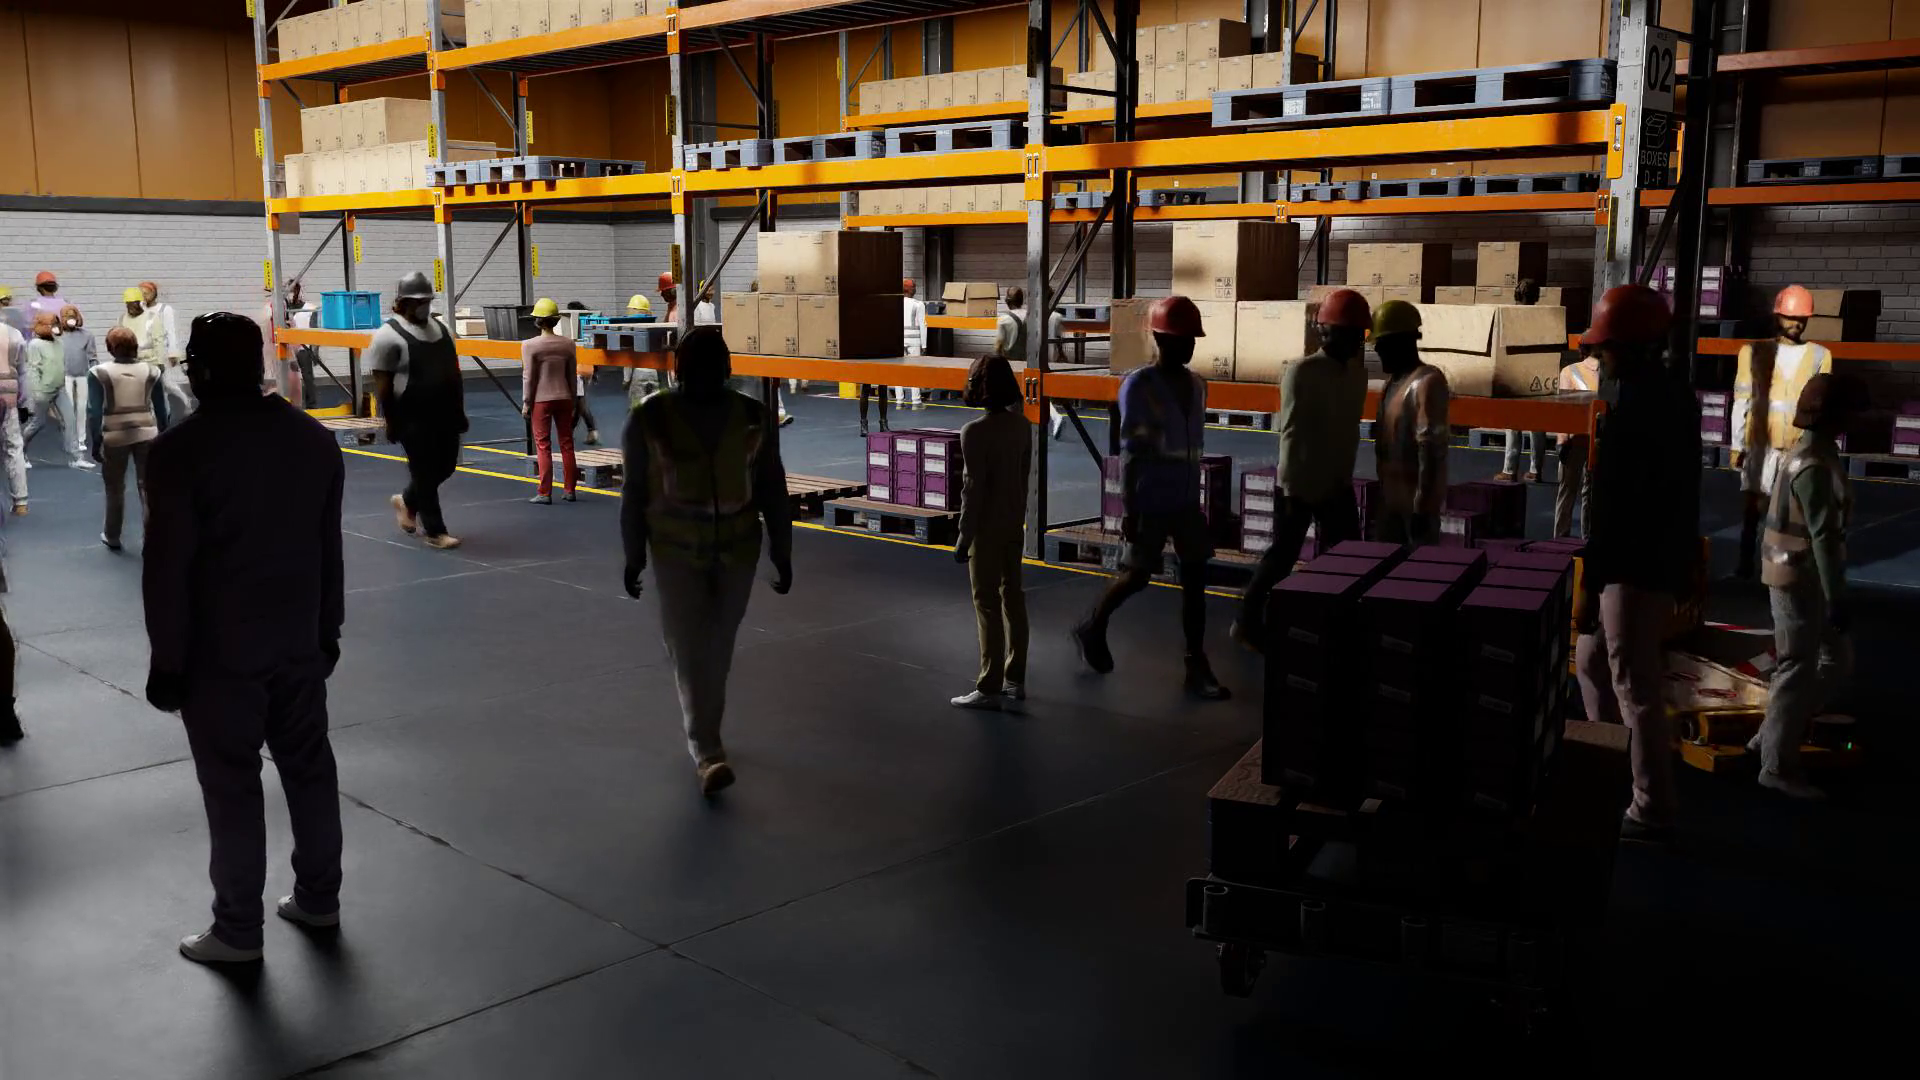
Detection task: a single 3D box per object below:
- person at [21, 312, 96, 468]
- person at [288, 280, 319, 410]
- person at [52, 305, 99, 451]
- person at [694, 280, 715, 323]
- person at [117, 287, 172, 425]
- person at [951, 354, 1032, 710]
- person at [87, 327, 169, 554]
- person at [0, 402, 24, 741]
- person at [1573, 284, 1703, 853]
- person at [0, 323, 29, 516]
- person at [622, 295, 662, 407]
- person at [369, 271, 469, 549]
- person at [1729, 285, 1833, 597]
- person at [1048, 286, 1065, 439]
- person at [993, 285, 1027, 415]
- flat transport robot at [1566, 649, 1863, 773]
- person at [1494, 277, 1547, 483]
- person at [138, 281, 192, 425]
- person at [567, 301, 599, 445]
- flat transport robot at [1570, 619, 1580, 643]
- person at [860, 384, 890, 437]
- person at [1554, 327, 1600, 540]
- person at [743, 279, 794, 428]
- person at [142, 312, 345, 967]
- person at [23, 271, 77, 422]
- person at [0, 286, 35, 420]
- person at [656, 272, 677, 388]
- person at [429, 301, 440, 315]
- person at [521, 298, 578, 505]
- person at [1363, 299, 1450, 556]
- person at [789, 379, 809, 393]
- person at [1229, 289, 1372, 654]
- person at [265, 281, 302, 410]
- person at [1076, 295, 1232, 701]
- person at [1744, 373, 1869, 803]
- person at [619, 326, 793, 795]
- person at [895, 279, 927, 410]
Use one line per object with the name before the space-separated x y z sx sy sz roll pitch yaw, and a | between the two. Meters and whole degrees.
person | -9.266 -1.515 16.850 0.818 1.600 0.513 2 9 10
person | -8.790 -2.491 21.986 0.617 1.867 0.998 0 9 0
person | -9.822 -1.791 18.450 0.526 1.615 0.389 -8 12 -40
person | -3.581 -2.736 23.512 0.328 1.872 0.508 4 10 23
person | -10.173 -2.253 20.754 0.595 1.806 0.763 -1 9 -5
person | 0.148 -0.035 7.674 0.280 1.633 0.500 6 11 34
person | -5.924 -0.704 11.833 0.549 1.601 0.792 -8 12 -39
person | -4.440 -0.082 7.210 0.857 1.902 0.556 6 11 31
person | 2.270 0.100 5.825 0.682 1.963 0.635 8 12 42
person | -7.886 -1.086 13.481 0.429 1.841 0.633 8 12 39
person | -3.428 -1.756 17.890 0.303 1.743 0.493 9 13 43
person | -3.967 -0.971 12.164 0.832 2.000 0.680 5 11 30
person | 5.081 -0.615 10.328 0.560 1.926 0.524 2 10 15
person | 1.014 -2.113 19.781 0.521 1.845 0.786 -6 11 -34
person | 0.611 -1.949 18.777 0.551 1.834 0.484 -4 10 -24
flat transport robot | 3.177 0.709 7.277 0.652 0.197 1.431 -1 9 -9
person | 5.312 -1.493 15.675 0.627 1.941 0.371 -2 9 -10
person | -10.348 -2.415 21.549 0.599 1.869 0.643 2 10 14
person | -4.437 -1.936 19.286 0.904 1.649 0.537 7 12 38
flat transport robot | 2.743 0.551 8.243 1.431 0.197 0.652 -2 9 -9
person | -1.006 -2.202 20.062 0.542 1.929 0.369 -3 10 -19
person | 4.289 -0.638 11.360 0.510 1.638 0.308 -3 10 -18
person | -2.493 -2.353 21.080 0.661 1.889 0.989 -7 11 -36
person | -2.114 0.283 4.917 0.403 1.900 0.639 5 10 26
person | -12.062 -2.555 22.062 1.065 1.991 0.622 8 12 39
person | -12.804 -2.490 22.256 0.936 1.779 0.623 2 10 14
person | -3.110 -1.923 18.172 0.388 1.987 0.608 -3 10 -18
person | -6.667 -2.320 20.875 0.718 1.892 0.604 6 11 31
person | -3.534 -1.189 14.332 0.533 1.772 0.297 -9 13 -44
person | 2.257 -0.232 8.123 0.886 1.888 0.607 -2 9 -12
person | -2.683 -3.307 27.142 0.626 1.825 0.488 -1 9 -7
person | 1.769 -0.291 8.384 0.648 1.935 1.031 -5 11 -29
person | -8.446 -2.262 20.585 0.800 1.878 0.649 -4 10 -25
person | 0.932 -0.223 8.014 0.553 1.910 0.900 -7 11 -36
person | 3.241 0.181 6.318 0.384 1.628 0.528 6 11 33
person | -0.966 0.070 6.524 0.657 1.791 0.941 -4 10 -23
person | -0.734 -2.804 23.884 0.584 1.882 0.346 4 10 23
